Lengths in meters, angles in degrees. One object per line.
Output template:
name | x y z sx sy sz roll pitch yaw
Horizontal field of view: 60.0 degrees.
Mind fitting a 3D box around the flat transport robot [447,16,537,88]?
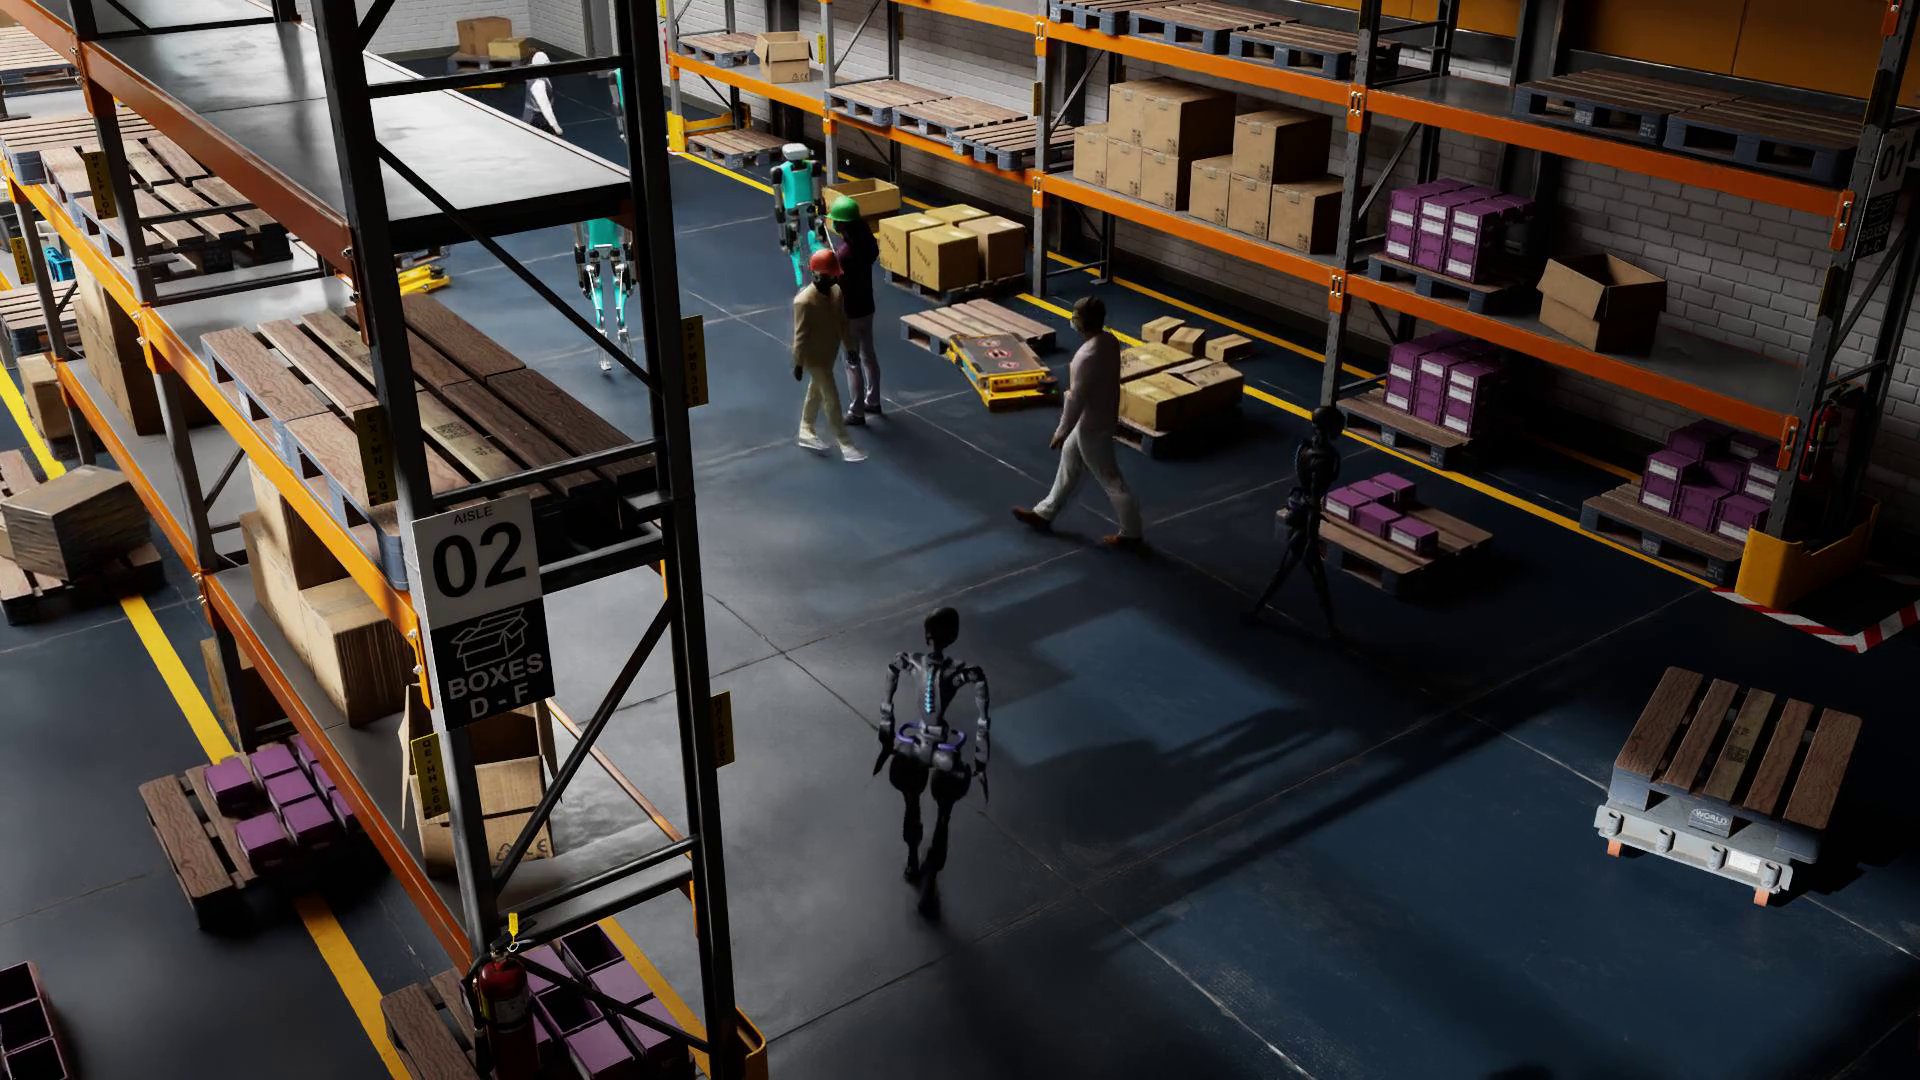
flat transport robot | -7.597 -7.599 27.103 0.659 0.231 1.431 1 27 2

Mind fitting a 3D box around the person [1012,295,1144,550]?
person | 0.892 -0.827 11.846 1.037 1.883 0.622 8 28 15

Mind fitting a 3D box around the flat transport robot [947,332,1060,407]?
flat transport robot | 0.375 -1.564 15.098 0.659 0.231 1.431 -7 28 -14

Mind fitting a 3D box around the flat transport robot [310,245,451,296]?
flat transport robot | -6.164 -2.829 17.614 1.431 0.231 0.659 15 31 28

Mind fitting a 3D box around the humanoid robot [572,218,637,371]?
humanoid robot | -3.146 -2.297 14.772 0.533 1.677 0.735 -4 27 -7

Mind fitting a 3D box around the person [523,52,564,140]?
person | -5.115 -5.213 20.756 0.874 1.707 0.738 -2 27 -5

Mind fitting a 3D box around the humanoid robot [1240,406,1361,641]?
humanoid robot | 2.259 -0.120 10.719 0.786 1.623 0.610 5 27 10

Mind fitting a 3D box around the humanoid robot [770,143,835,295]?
humanoid robot | -1.442 -2.842 16.113 0.541 1.892 0.742 -15 30 -27

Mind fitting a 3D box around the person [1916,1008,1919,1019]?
person | 4.695 1.544 7.212 0.428 1.801 0.650 -21 33 -35

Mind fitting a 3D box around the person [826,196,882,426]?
person | -0.892 -1.912 13.936 0.436 1.942 0.487 13 29 24

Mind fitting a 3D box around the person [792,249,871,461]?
person | -1.001 -1.478 13.304 0.828 1.712 0.598 12 29 23

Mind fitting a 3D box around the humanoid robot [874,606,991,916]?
humanoid robot | -0.141 1.079 8.299 0.612 1.649 0.501 6 27 13

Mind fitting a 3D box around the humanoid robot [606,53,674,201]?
humanoid robot | -3.873 -4.962 20.329 0.574 1.870 0.804 -17 31 -30
